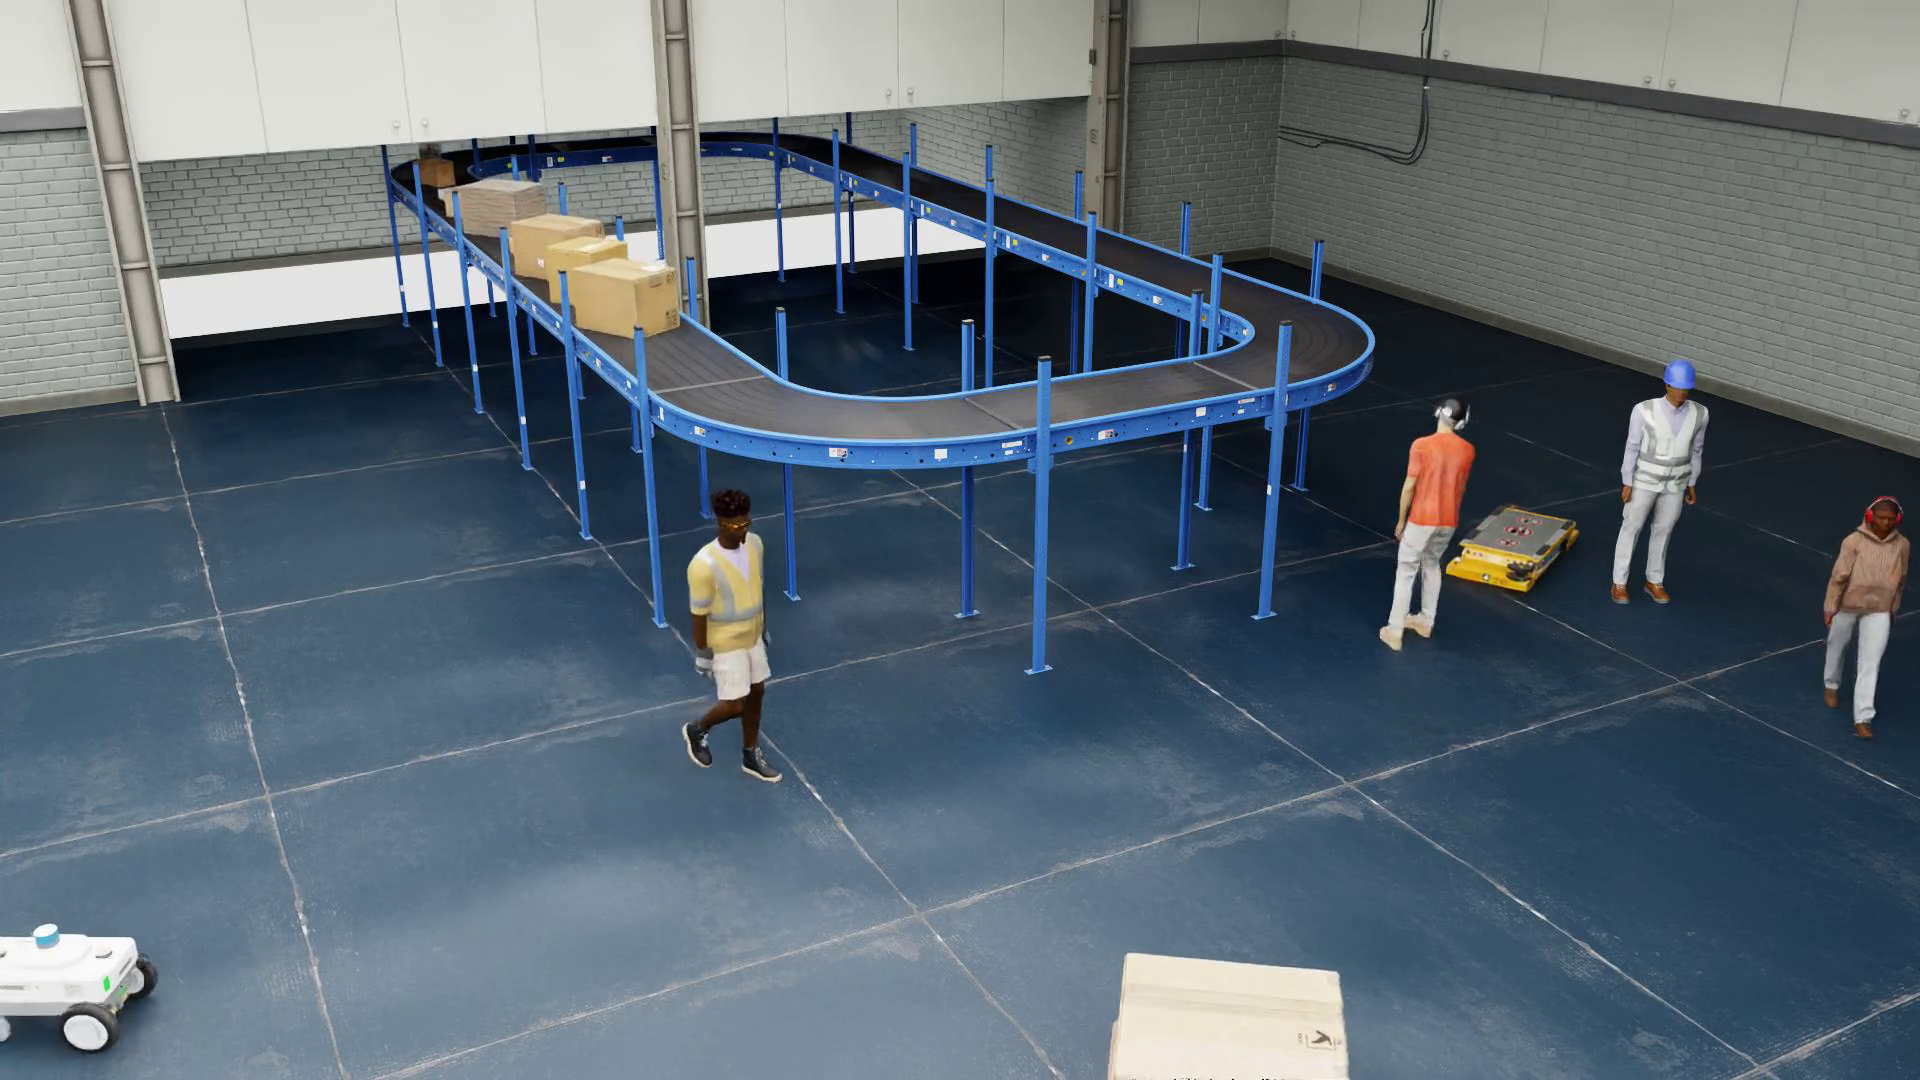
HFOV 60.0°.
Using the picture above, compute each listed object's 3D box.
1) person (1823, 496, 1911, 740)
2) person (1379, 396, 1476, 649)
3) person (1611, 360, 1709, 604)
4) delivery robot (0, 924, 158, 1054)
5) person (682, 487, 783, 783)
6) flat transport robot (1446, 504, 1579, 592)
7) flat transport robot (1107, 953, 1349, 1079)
[{"bbox_3d":[5.920,0.476,10.912,0.485,1.600,0.879,6,23,15],"label":"person"},{"bbox_3d":[3.412,-0.131,12.078,0.570,1.868,0.468,-4,22,-9],"label":"person"},{"bbox_3d":[5.359,-0.444,12.735,0.603,1.949,0.394,0,22,0],"label":"person"},{"bbox_3d":[-4.415,2.155,8.148,0.776,0.580,0.499,0,22,0],"label":"delivery robot"},{"bbox_3d":[-1.405,0.584,10.195,0.536,1.952,0.606,13,25,28],"label":"person"},{"bbox_3d":[4.585,0.053,13.743,0.659,0.231,1.431,15,26,32],"label":"flat transport robot"},{"bbox_3d":[1.094,2.731,7.126,1.431,0.231,0.659,3,22,8],"label":"flat transport robot"}]
